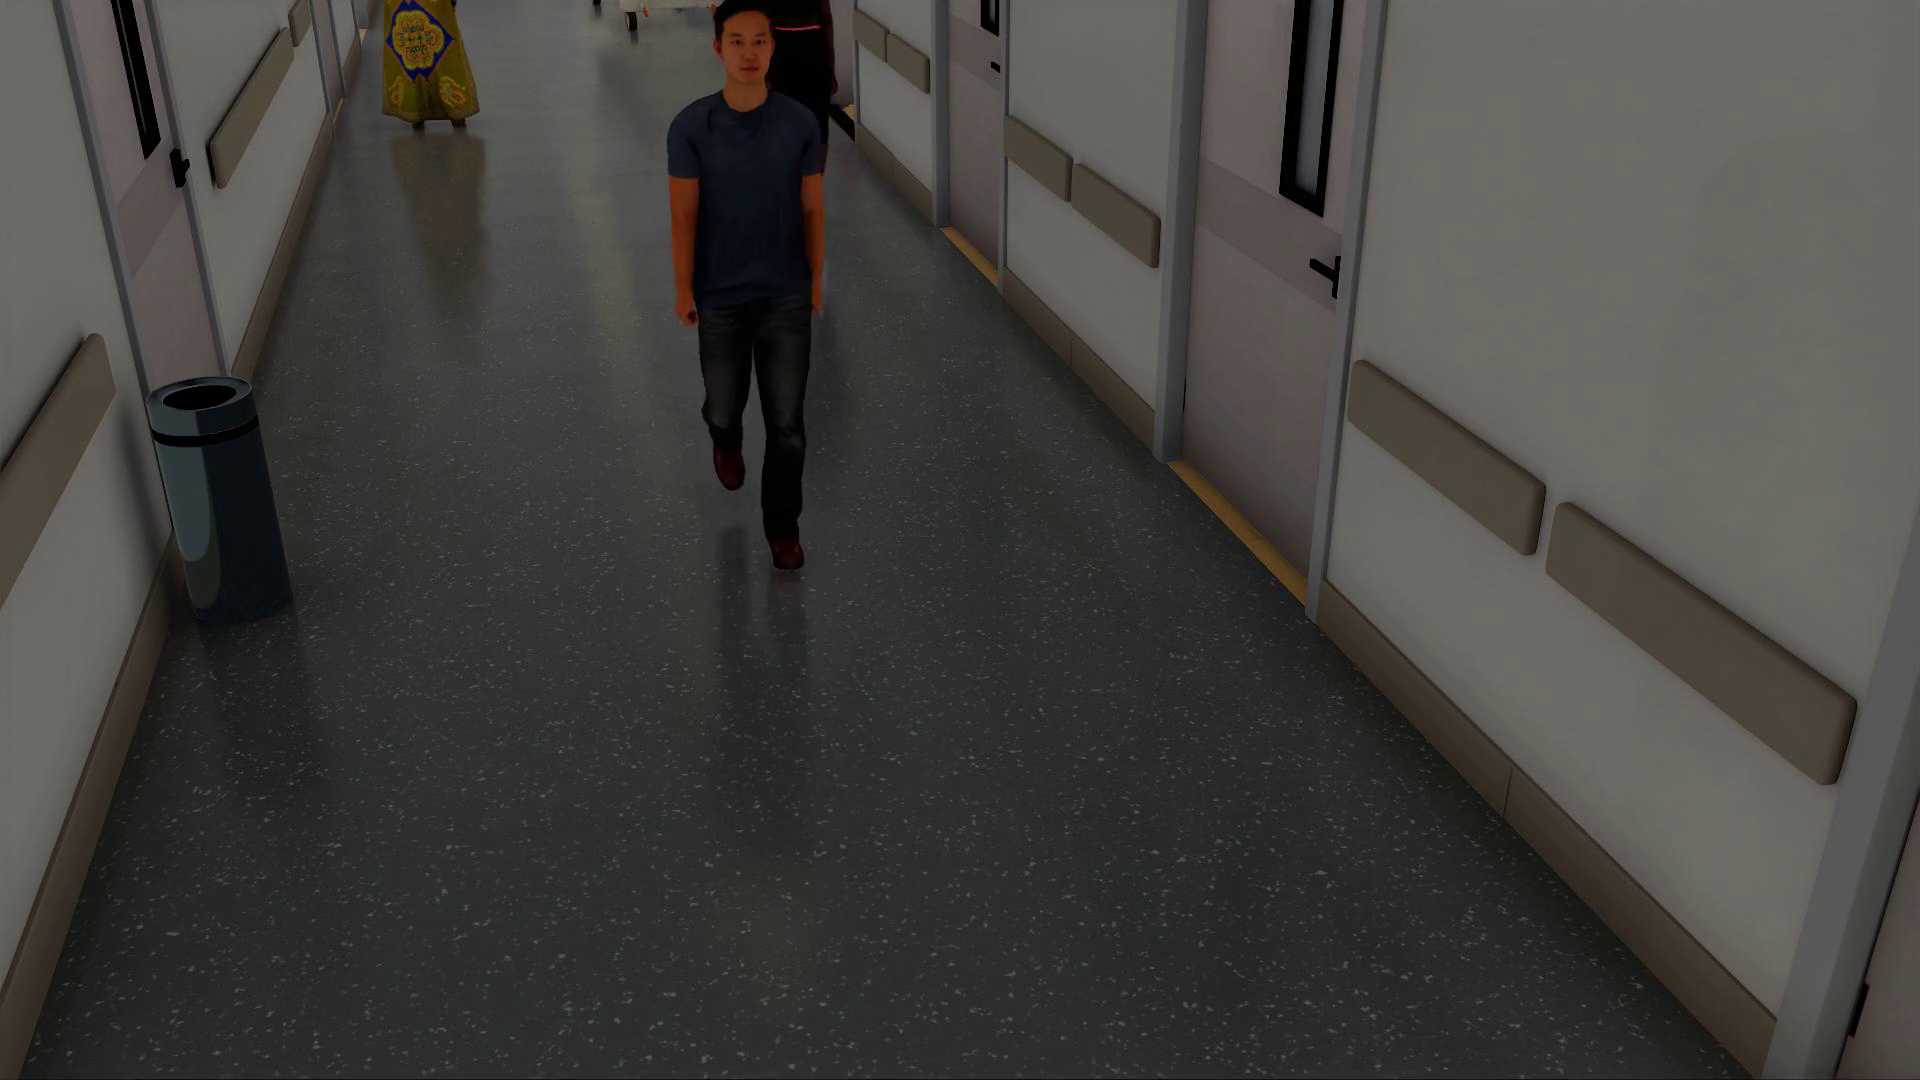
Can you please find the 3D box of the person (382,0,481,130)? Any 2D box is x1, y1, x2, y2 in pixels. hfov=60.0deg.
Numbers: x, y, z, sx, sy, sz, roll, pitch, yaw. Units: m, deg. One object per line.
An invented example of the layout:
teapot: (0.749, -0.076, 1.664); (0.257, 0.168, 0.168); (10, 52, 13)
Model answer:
person: (-3.754, -3.713, 11.529); (0.718, 1.659, 0.922); (-4, 26, -9)

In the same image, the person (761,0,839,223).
person: (-0.869, -2.505, 8.935); (0.997, 1.736, 0.777); (-2, 26, -5)

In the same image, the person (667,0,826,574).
person: (-0.698, -0.829, 5.399); (0.961, 1.789, 0.724); (-7, 27, -13)
